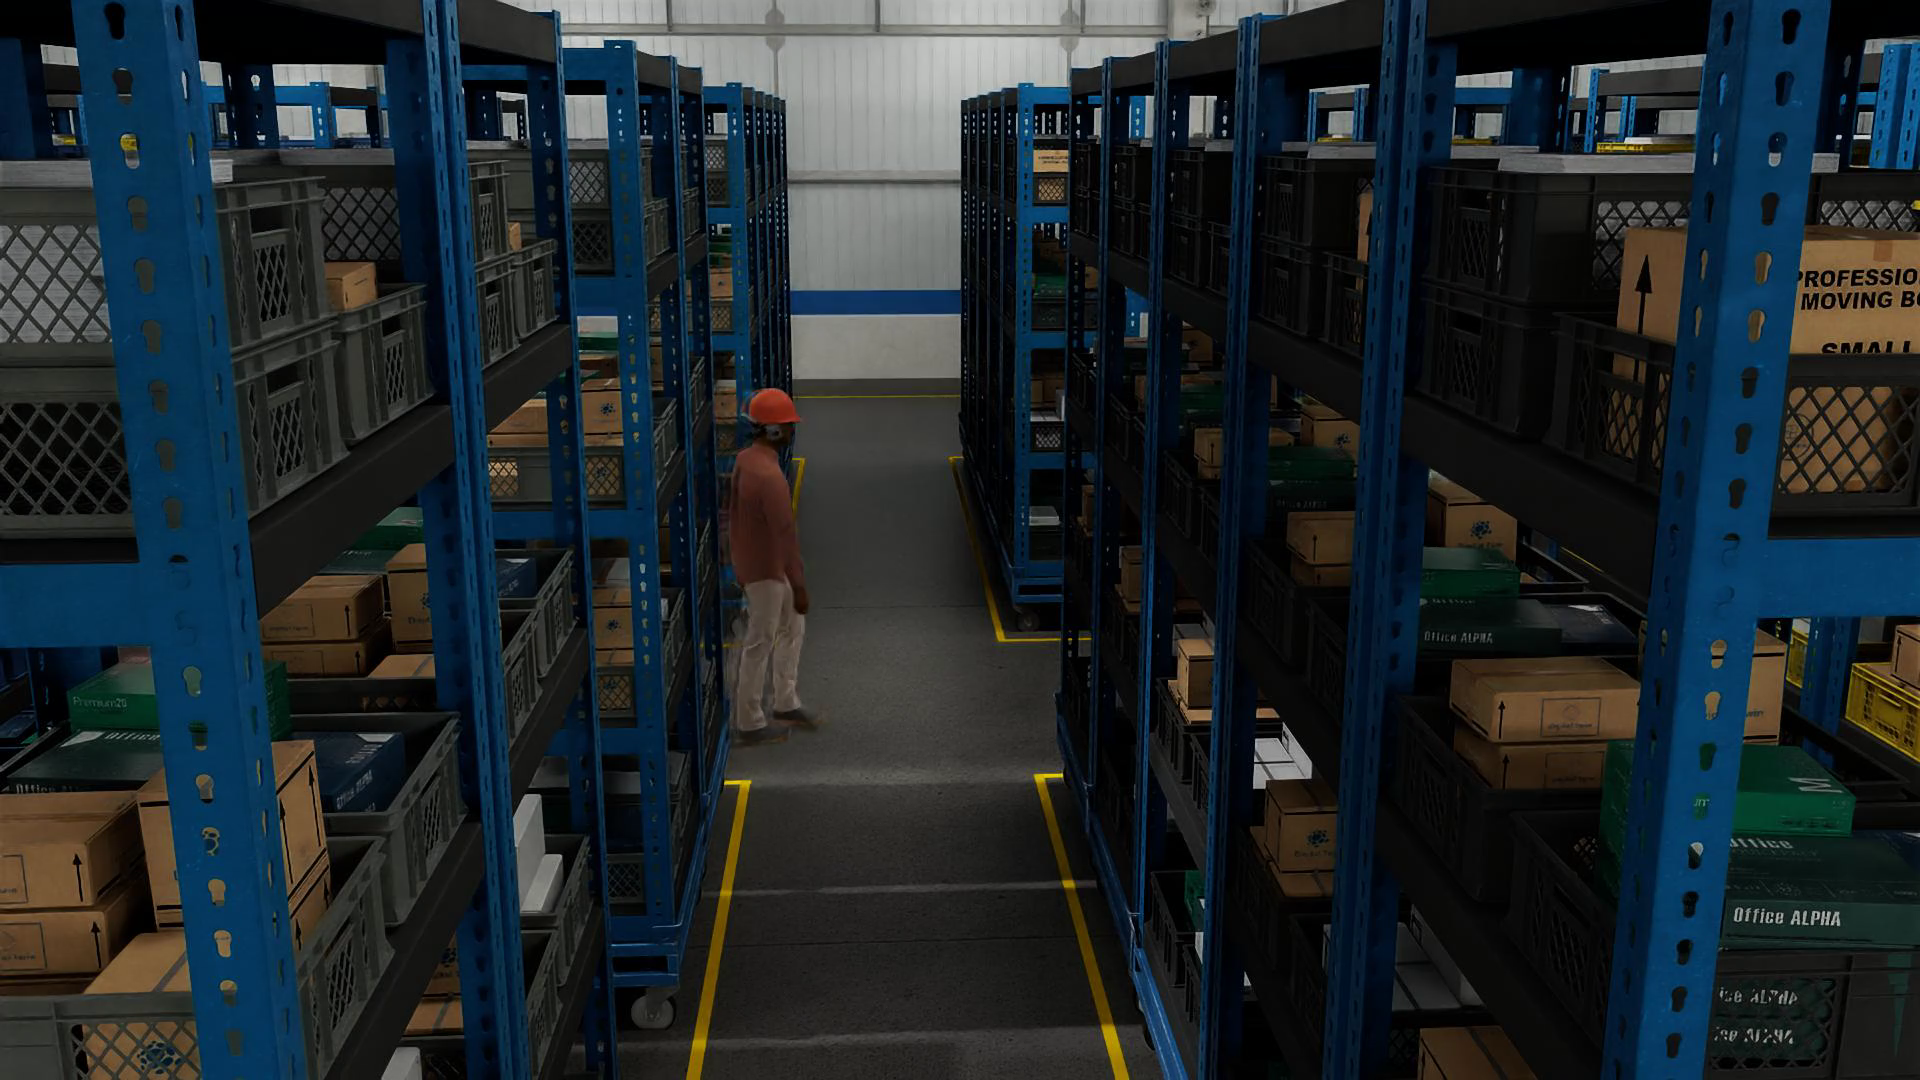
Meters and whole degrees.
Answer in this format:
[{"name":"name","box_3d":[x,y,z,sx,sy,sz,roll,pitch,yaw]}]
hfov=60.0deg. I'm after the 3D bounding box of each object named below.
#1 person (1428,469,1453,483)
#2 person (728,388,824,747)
[{"name":"person","box_3d":[2.711,0.229,9.169,0.893,1.767,0.650,4,14,15]},{"name":"person","box_3d":[-0.947,0.155,9.043,0.702,1.971,0.659,-5,15,-20]}]
